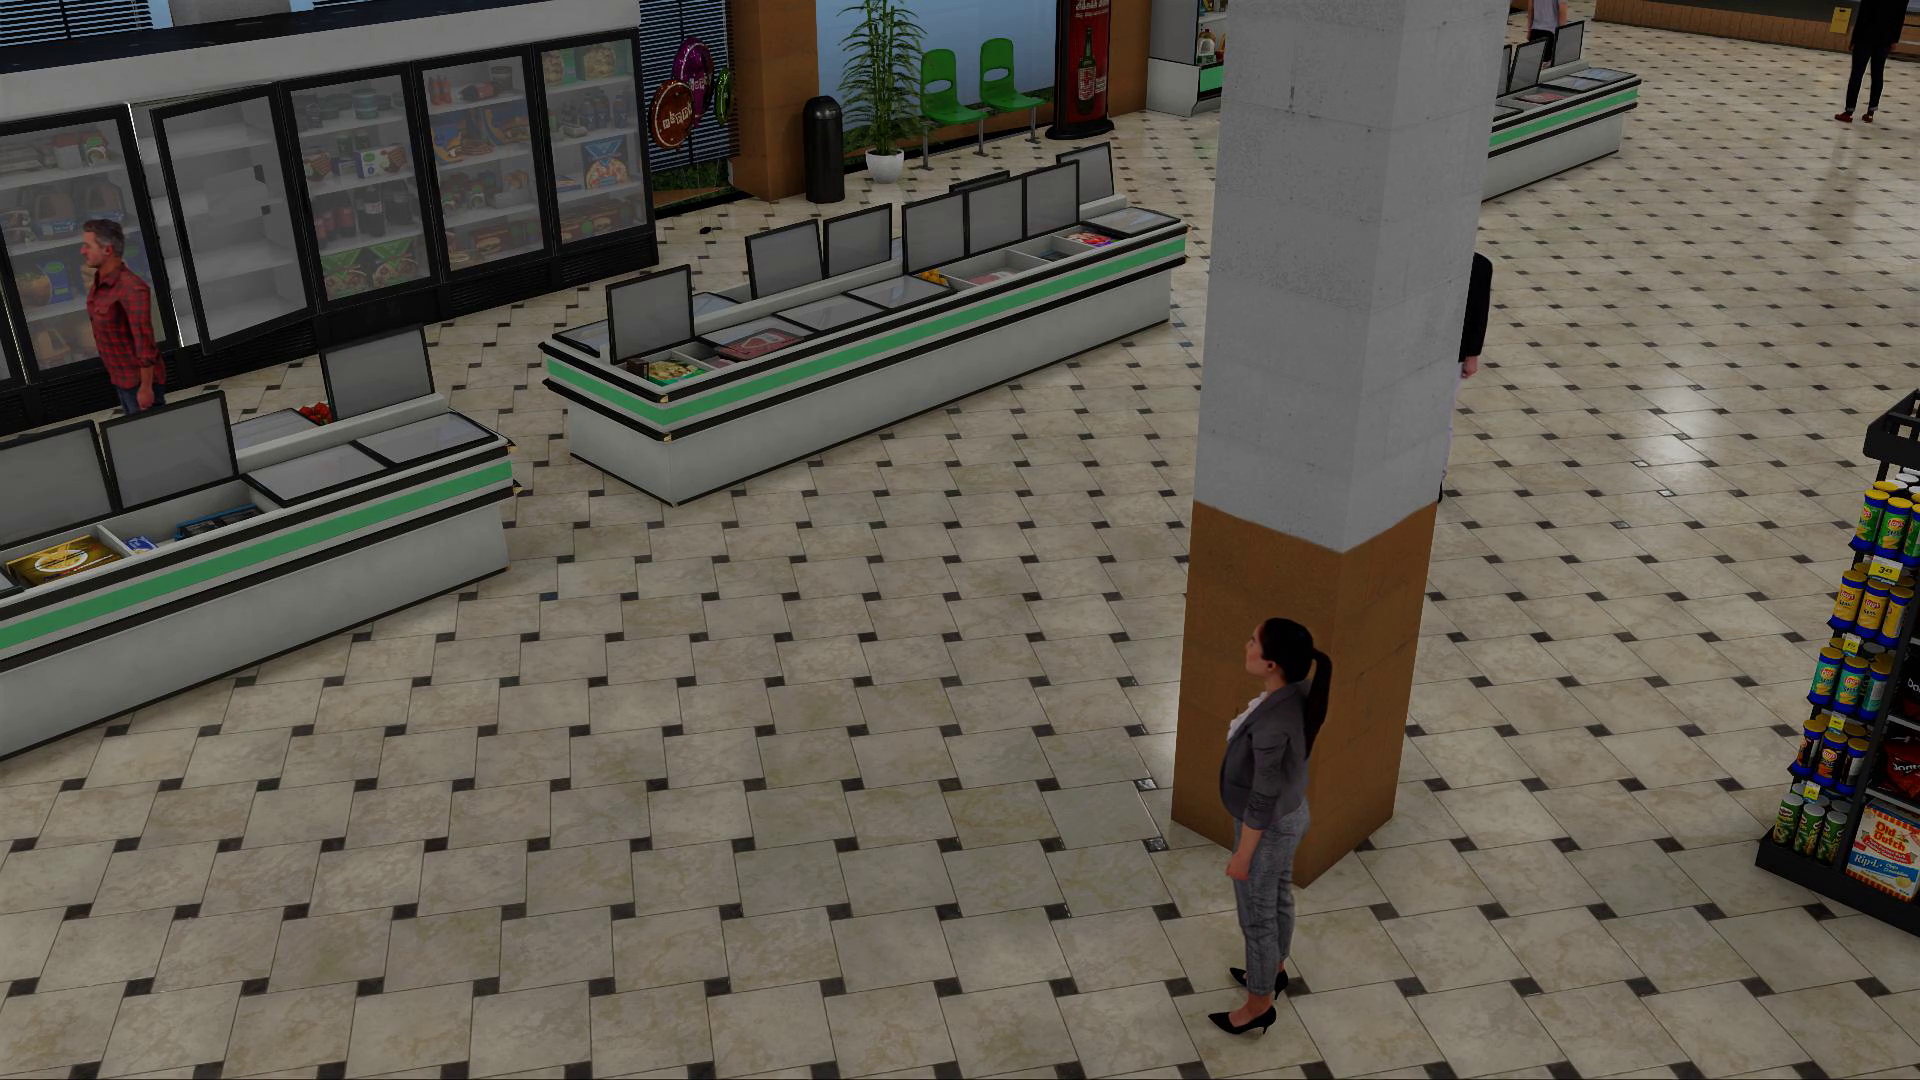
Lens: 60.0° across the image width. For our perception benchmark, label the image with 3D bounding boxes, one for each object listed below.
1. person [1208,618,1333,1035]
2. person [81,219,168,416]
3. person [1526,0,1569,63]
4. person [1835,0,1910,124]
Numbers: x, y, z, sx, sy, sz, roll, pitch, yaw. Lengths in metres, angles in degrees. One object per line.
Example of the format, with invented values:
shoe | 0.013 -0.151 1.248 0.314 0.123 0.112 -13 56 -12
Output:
person | 1.088 1.021 5.861 0.754 1.677 0.623 13 30 24
person | -4.749 -0.965 9.608 0.571 1.831 0.703 -20 33 -34
person | 6.730 -5.820 19.144 0.612 1.863 0.700 -17 32 -30
person | 10.399 -5.683 18.924 0.783 1.818 0.831 1 27 2
